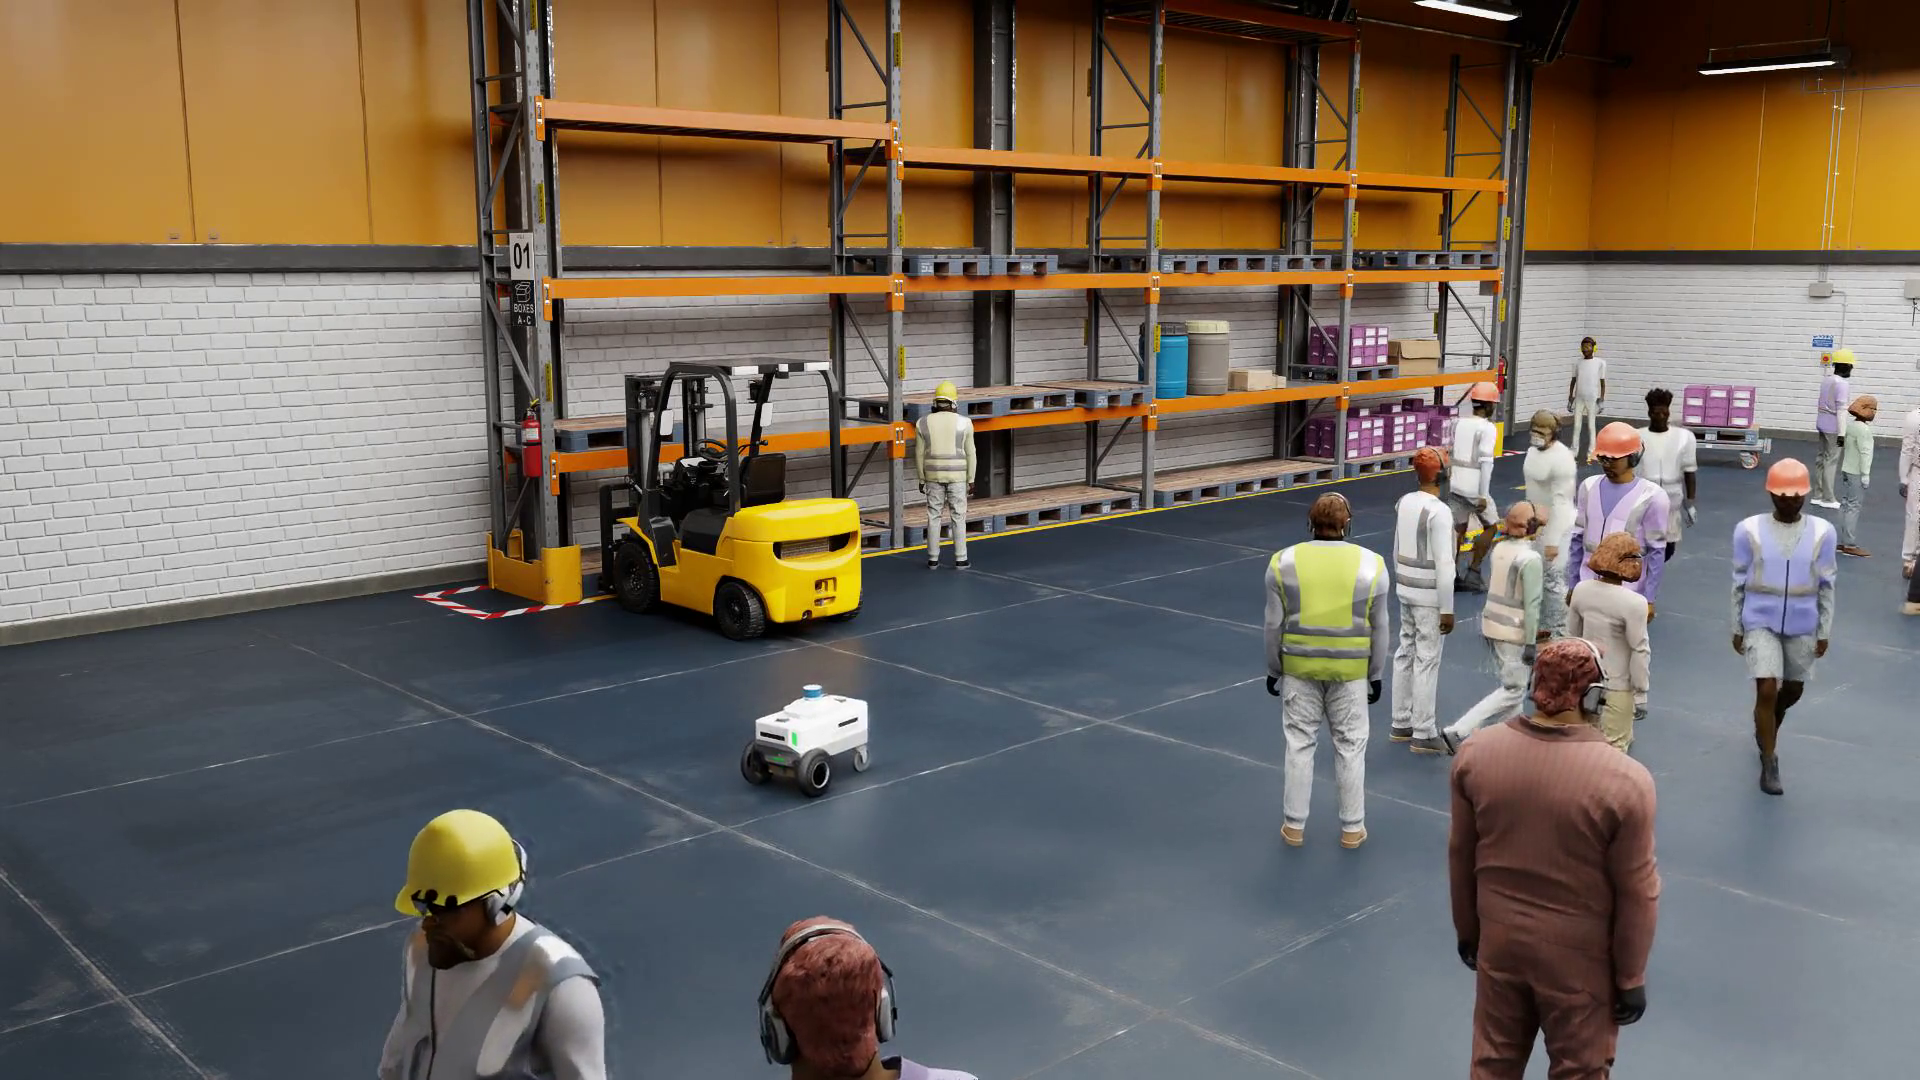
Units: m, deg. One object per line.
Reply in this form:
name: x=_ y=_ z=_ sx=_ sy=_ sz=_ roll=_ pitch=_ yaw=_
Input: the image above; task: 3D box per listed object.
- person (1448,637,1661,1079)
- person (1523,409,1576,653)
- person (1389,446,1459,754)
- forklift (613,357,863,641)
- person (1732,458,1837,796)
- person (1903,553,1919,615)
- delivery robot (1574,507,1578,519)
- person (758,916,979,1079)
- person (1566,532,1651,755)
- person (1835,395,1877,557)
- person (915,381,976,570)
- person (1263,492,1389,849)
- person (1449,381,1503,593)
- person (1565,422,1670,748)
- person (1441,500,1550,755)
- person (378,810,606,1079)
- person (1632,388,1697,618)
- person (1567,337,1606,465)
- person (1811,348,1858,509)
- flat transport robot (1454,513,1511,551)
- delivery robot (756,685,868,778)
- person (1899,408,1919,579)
person: x=1.812 y=1.231 z=5.085 sx=0.399 sy=1.901 sz=0.642 roll=-9 pitch=13 yaw=-42
person: x=4.477 y=-0.057 z=12.624 sx=0.517 sy=1.897 sz=0.651 roll=-1 pitch=10 yaw=-8
person: x=2.863 y=0.364 z=10.209 sx=0.349 sy=1.882 sz=0.584 roll=-2 pitch=10 yaw=-13
forklift: x=-1.847 y=-0.414 z=13.852 sx=1.214 sy=2.155 sz=2.313 roll=-9 pitch=13 yaw=-42
person: x=4.735 y=0.452 z=9.633 sx=0.546 sy=1.910 sz=0.819 roll=3 pitch=10 yaw=17
person: x=8.448 y=-0.327 z=13.796 sx=1.004 sy=2.000 sz=0.699 roll=3 pitch=10 yaw=17
delivery robot: x=6.178 y=-0.240 z=17.351 sx=0.707 sy=0.478 sz=0.477 roll=4 pitch=10 yaw=20
person: x=-0.211 y=1.593 z=2.963 sx=0.636 sy=1.903 sz=0.404 roll=-8 pitch=12 yaw=-39
person: x=3.349 y=0.763 z=8.600 sx=0.268 sy=1.632 sz=0.509 roll=-4 pitch=11 yaw=-23
person: x=9.125 y=-0.656 z=16.912 sx=0.286 sy=1.633 sz=0.498 roll=2 pitch=10 yaw=10
person: x=-0.131 y=-0.617 z=16.099 sx=0.590 sy=1.833 sz=0.404 roll=1 pitch=10 yaw=7
person: x=1.871 y=0.669 z=8.544 sx=0.623 sy=1.844 sz=0.430 roll=2 pitch=10 yaw=13
person: x=4.617 y=-0.463 z=14.946 sx=0.504 sy=1.913 sz=0.564 roll=-5 pitch=11 yaw=-25
person: x=4.004 y=0.285 z=10.236 sx=0.391 sy=2.033 sz=0.605 roll=-7 pitch=12 yaw=-37
person: x=3.174 y=0.566 z=9.800 sx=0.600 sy=1.615 sz=0.550 roll=-1 pitch=10 yaw=-8
person: x=-1.125 y=1.487 z=3.848 sx=0.588 sy=1.806 sz=0.569 roll=8 pitch=13 yaw=40
person: x=5.937 y=-0.345 z=14.216 sx=0.622 sy=1.940 sz=0.834 roll=2 pitch=10 yaw=12
person: x=9.144 y=-2.033 z=24.289 sx=0.534 sy=1.868 sz=0.310 roll=7 pitch=12 yaw=37
person: x=10.559 y=-1.346 z=20.088 sx=0.386 sy=1.928 sz=0.589 roll=1 pitch=10 yaw=6
flat transport robot: x=5.319 y=-0.089 z=17.576 sx=0.652 sy=0.197 sz=1.431 roll=9 pitch=13 yaw=43
delivery robot: x=-0.850 y=1.082 z=9.612 sx=0.477 sy=0.478 sz=0.707 roll=7 pitch=12 yaw=35
person: x=9.156 y=-0.557 z=15.584 sx=0.642 sy=1.897 sz=0.394 roll=4 pitch=10 yaw=22
